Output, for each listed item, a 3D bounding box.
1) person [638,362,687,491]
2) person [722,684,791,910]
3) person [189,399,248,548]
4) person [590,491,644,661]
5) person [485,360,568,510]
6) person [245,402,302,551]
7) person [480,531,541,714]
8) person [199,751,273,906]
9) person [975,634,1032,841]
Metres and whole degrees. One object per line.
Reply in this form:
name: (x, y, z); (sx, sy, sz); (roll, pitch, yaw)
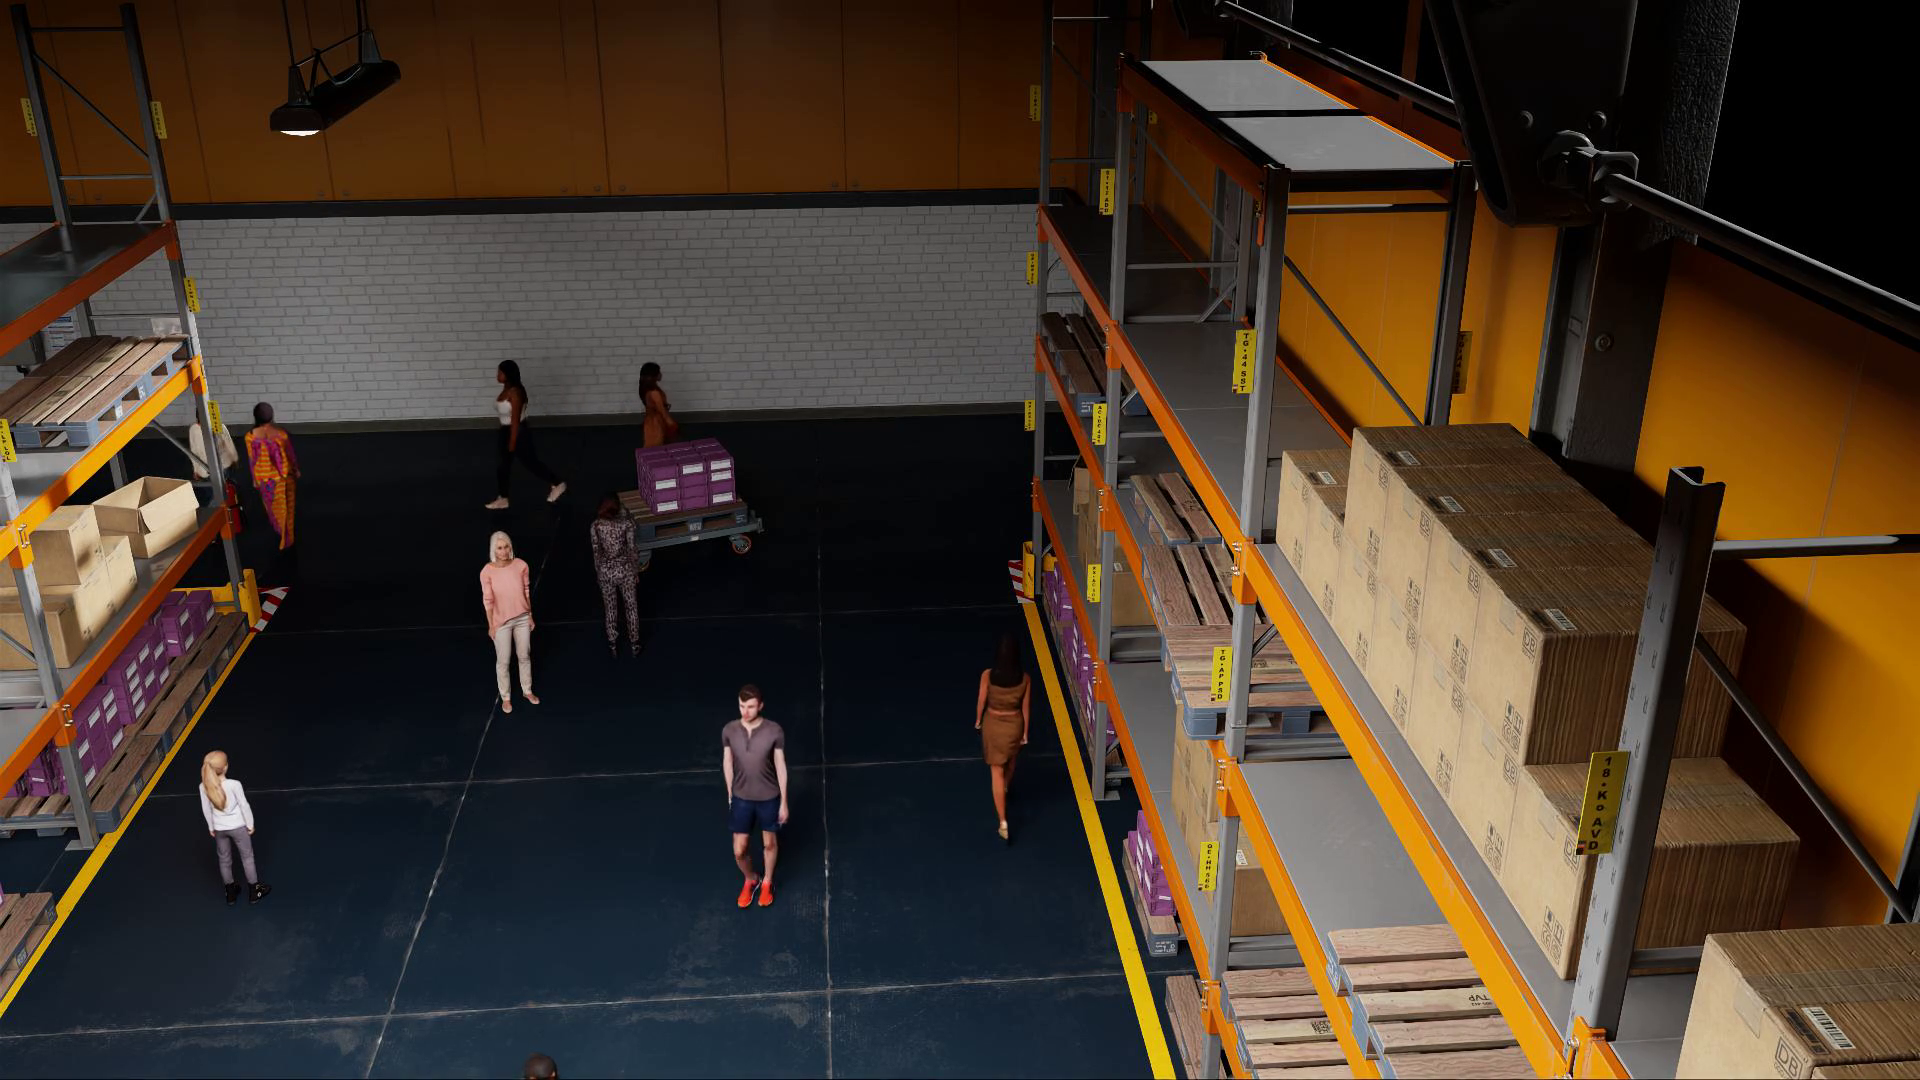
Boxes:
person: (-3.614, -1.234, 19.469); (0.849, 1.694, 0.854); (-9, 25, -20)
person: (-1.463, 1.844, 12.247); (0.688, 1.839, 0.684); (1, 24, 3)
person: (-8.256, -0.714, 18.346); (0.798, 1.641, 1.107); (4, 24, 10)
person: (-3.275, 0.328, 15.869); (0.567, 1.715, 0.547); (-2, 24, -4)
person: (-5.048, -1.205, 19.301); (1.066, 1.774, 1.207); (-15, 28, -30)
person: (-7.551, -0.706, 18.313); (0.686, 1.653, 1.152); (-4, 24, -9)
person: (-4.053, 0.708, 14.986); (0.684, 1.725, 0.686); (-15, 28, -31)
person: (-5.407, 2.122, 12.310); (0.503, 1.279, 0.512); (0, 24, 0)
person: (0.344, 1.571, 13.109); (0.587, 1.648, 1.039); (-2, 24, -5)
